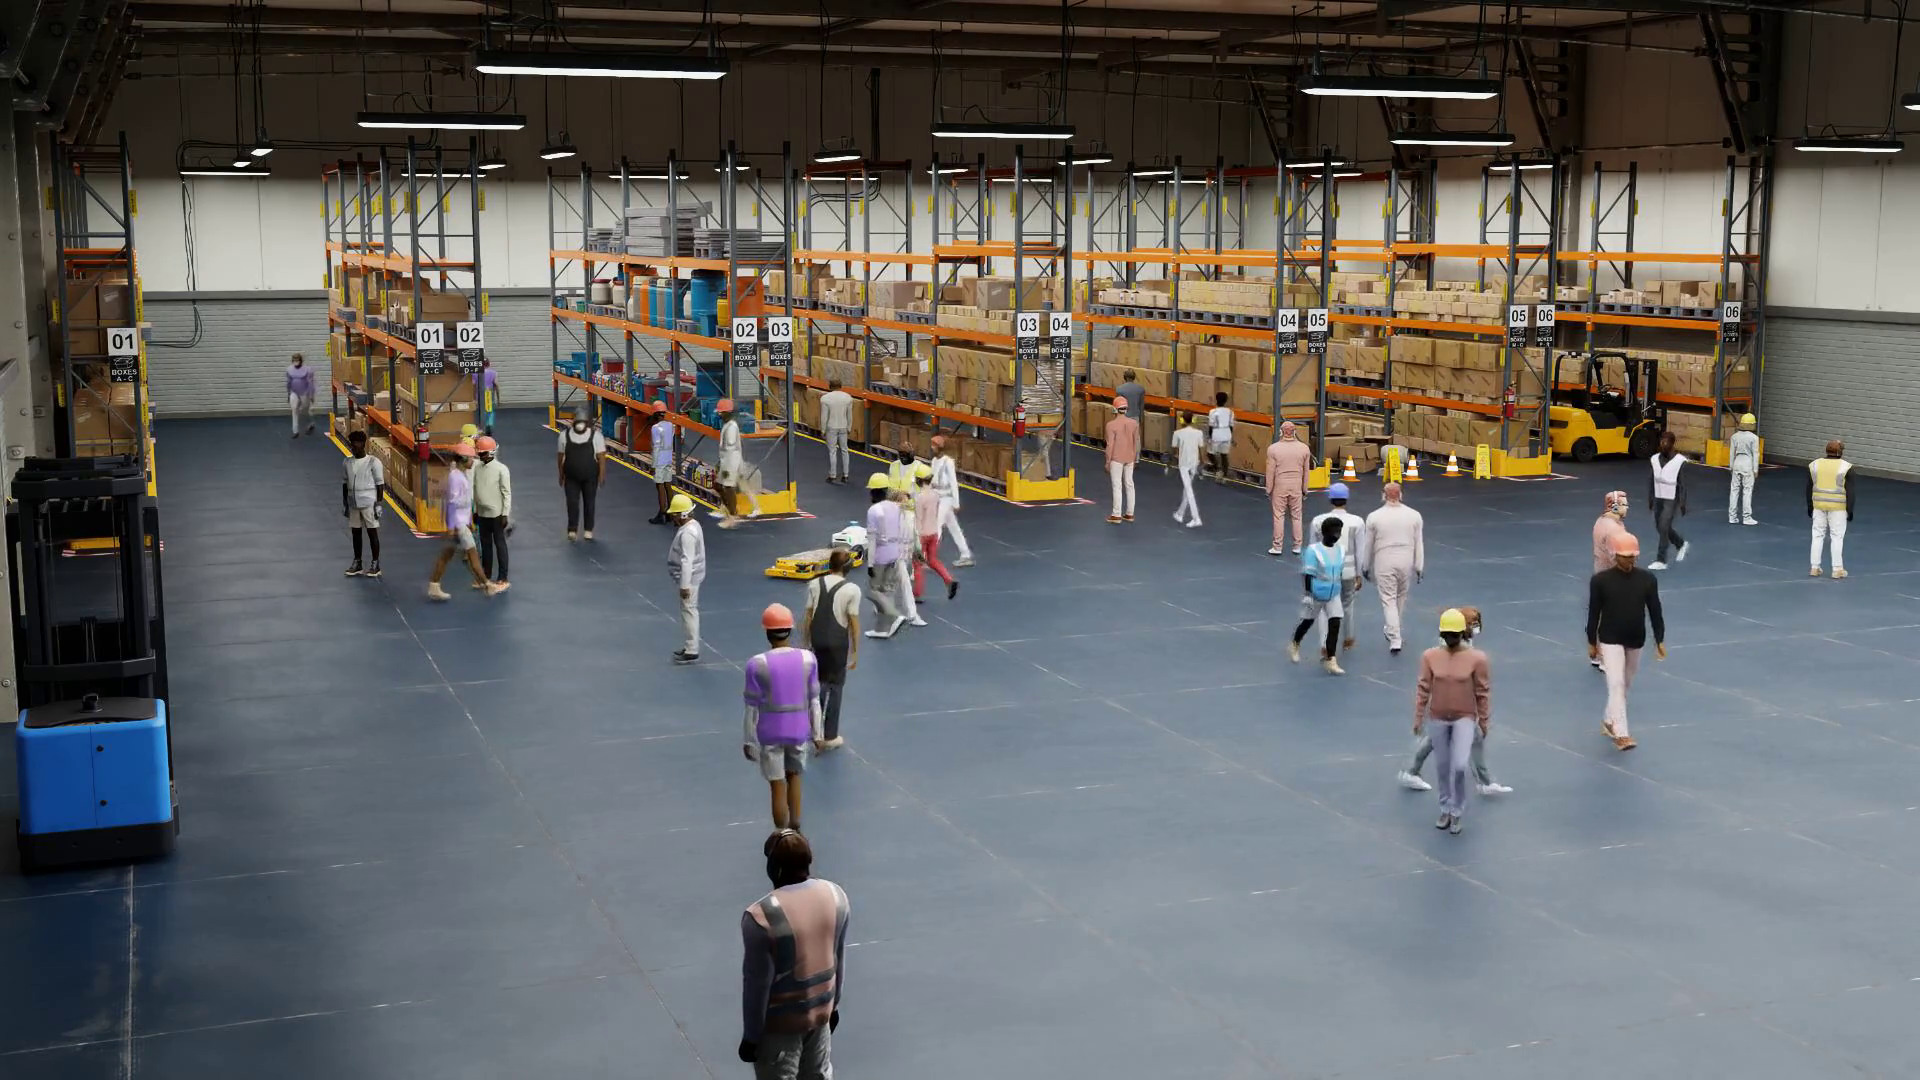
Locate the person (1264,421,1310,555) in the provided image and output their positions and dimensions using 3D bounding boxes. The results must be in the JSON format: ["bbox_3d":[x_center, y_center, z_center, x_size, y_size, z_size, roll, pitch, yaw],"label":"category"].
[{"bbox_3d":[4.656,-0.739,29.879,0.655,1.906,0.407,-2,9,-10],"label":"person"}]

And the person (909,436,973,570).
[{"bbox_3d":[-0.243,-0.518,28.699,0.967,1.827,0.592,-3,9,-20],"label":"person"}]

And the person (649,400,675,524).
[{"bbox_3d":[-4.730,-1.237,33.096,0.355,1.938,0.545,4,9,22],"label":"person"}]

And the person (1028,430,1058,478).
[{"bbox_3d":[1.547,-1.981,39.188,0.542,1.583,0.877,-3,9,-21],"label":"person"}]

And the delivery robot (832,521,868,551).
[{"bbox_3d":[-1.483,-0.018,29.386,0.477,0.478,0.707,5,10,30],"label":"delivery robot"}]

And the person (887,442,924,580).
[{"bbox_3d":[-0.710,-0.388,27.776,0.623,1.839,0.429,4,10,27],"label":"person"}]

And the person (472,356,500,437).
[{"bbox_3d":[-10.449,-3.133,46.118,0.594,1.820,0.620,-1,9,-5],"label":"person"}]

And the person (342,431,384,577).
[{"bbox_3d":[-8.006,-0.492,28.034,0.612,1.963,0.361,3,9,18],"label":"person"}]

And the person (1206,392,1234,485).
[{"bbox_3d":[4.723,-1.842,37.970,0.550,1.681,0.374,-4,10,-26],"label":"person"}]

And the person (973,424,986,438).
[{"bbox_3d":[0.492,-3.211,46.361,0.600,1.908,0.629,-1,9,-9],"label":"person"}]

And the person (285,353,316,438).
[{"bbox_3d":[-14.666,-3.247,46.685,0.636,1.899,0.911,0,9,2],"label":"person"}]

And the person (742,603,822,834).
[{"bbox_3d":[-1.332,1.416,15.457,0.580,1.919,0.529,-4,9,-23],"label":"person"}]

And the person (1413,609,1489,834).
[{"bbox_3d":[3.777,1.399,16.158,0.554,1.746,0.589,4,9,26],"label":"person"}]

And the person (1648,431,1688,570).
[{"bbox_3d":[9.772,-0.566,28.801,0.801,1.897,0.599,-5,10,-29],"label":"person"}]

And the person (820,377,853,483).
[{"bbox_3d":[-2.265,-2.014,38.285,0.629,1.937,0.377,-4,9,-25],"label":"person"}]

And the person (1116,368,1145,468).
[{"bbox_3d":[3.279,-2.355,40.548,0.630,1.940,0.372,-4,10,-26],"label":"person"}]

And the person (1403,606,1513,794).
[{"bbox_3d":[4.083,1.317,17.270,0.880,1.592,0.496,6,10,33],"label":"person"}]

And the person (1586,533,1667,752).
[{"bbox_3d":[5.987,0.902,18.826,0.625,1.941,1.015,-1,9,-4],"label":"person"}]

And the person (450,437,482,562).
[{"bbox_3d":[-6.886,-0.588,29.436,0.542,1.735,0.790,0,9,-1],"label":"person"}]

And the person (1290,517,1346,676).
[{"bbox_3d":[3.790,0.547,22.135,0.528,1.661,0.837,-4,9,-24],"label":"person"}]

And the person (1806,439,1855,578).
[{"bbox_3d":[11.652,-0.427,28.017,0.633,1.842,0.429,8,12,43],"label":"person"}]

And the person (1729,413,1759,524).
[{"bbox_3d":[12.368,-1.126,33.001,0.322,1.743,0.489,-6,11,-36],"label":"person"}]

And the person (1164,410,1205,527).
[{"bbox_3d":[3.555,-1.127,32.831,0.539,1.810,1.016,-3,9,-20],"label":"person"}]

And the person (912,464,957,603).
[{"bbox_3d":[-0.384,-0.078,25.974,0.646,1.749,0.535,6,11,36],"label":"person"}]

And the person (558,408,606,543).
[{"bbox_3d":[-5.614,-0.963,31.072,0.706,2.000,1.000,-1,9,-7],"label":"person"}]

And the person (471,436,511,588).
[{"bbox_3d":[-6.068,-0.351,27.023,0.609,1.988,0.392,5,10,32],"label":"person"}]

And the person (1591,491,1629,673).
[{"bbox_3d":[6.885,0.430,22.088,0.408,1.908,0.643,1,9,4],"label":"person"}]

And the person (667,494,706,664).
[{"bbox_3d":[-2.941,0.408,22.535,0.403,1.822,0.603,0,9,0],"label":"person"}]

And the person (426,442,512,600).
[{"bbox_3d":[-6.205,-0.225,26.208,1.078,1.975,0.628,-1,9,-9],"label":"person"}]

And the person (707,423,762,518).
[{"bbox_3d":[-3.595,-1.136,33.614,0.871,1.576,0.534,-2,9,-11],"label":"person"}]

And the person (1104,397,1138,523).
[{"bbox_3d":[2.538,-1.270,33.126,0.612,1.996,0.388,-5,10,-32],"label":"person"}]

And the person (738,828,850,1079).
[{"bbox_3d":[-0.816,2.276,9.993,0.429,1.842,0.636,8,11,42],"label":"person"}]

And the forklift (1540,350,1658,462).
[{"bbox_3d":[12.897,-2.725,42.309,2.313,2.155,1.214,-3,9,-21],"label":"forklift"}]

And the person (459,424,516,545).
[{"bbox_3d":[-7.005,-0.830,30.858,0.691,1.799,0.621,-7,11,-41],"label":"person"}]

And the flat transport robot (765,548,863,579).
[{"bbox_3d":[-1.974,0.309,28.459,0.652,0.197,1.431,5,10,30],"label":"flat transport robot"}]

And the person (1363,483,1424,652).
[{"bbox_3d":[4.799,0.287,23.266,0.651,1.845,1.040,-1,9,-4],"label":"person"}]

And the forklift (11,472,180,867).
[{"bbox_3d":[-6.630,0.886,15.957,1.129,2.768,1.873,-3,9,-21],"label":"forklift"}]

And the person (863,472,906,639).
[{"bbox_3d":[-0.852,0.188,23.678,0.547,1.911,0.591,6,10,33],"label":"person"}]

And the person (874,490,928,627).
[{"bbox_3d":[-0.719,0.197,24.660,0.855,1.600,0.518,6,10,33],"label":"person"}]

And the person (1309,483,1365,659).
[{"bbox_3d":[4.104,0.330,22.840,0.622,1.909,0.929,3,9,17],"label":"person"}]

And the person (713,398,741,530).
[{"bbox_3d":[-3.626,-1.177,32.369,0.460,2.030,0.649,-2,9,-11],"label":"person"}]

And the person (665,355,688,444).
[{"bbox_3d":[-6.133,-3.033,45.030,0.605,1.951,0.381,1,9,7],"label":"person"}]

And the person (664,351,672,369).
[{"bbox_3d":[-7.215,-3.894,51.982,0.872,1.587,0.504,-1,9,-6],"label":"person"}]

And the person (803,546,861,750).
[{"bbox_3d":[-1.148,0.964,18.827,0.541,1.814,0.467,4,9,24],"label":"person"}]

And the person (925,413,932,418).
[{"bbox_3d":[-0.722,-3.895,51.114,0.595,1.843,0.940,-4,10,-27],"label":"person"}]
